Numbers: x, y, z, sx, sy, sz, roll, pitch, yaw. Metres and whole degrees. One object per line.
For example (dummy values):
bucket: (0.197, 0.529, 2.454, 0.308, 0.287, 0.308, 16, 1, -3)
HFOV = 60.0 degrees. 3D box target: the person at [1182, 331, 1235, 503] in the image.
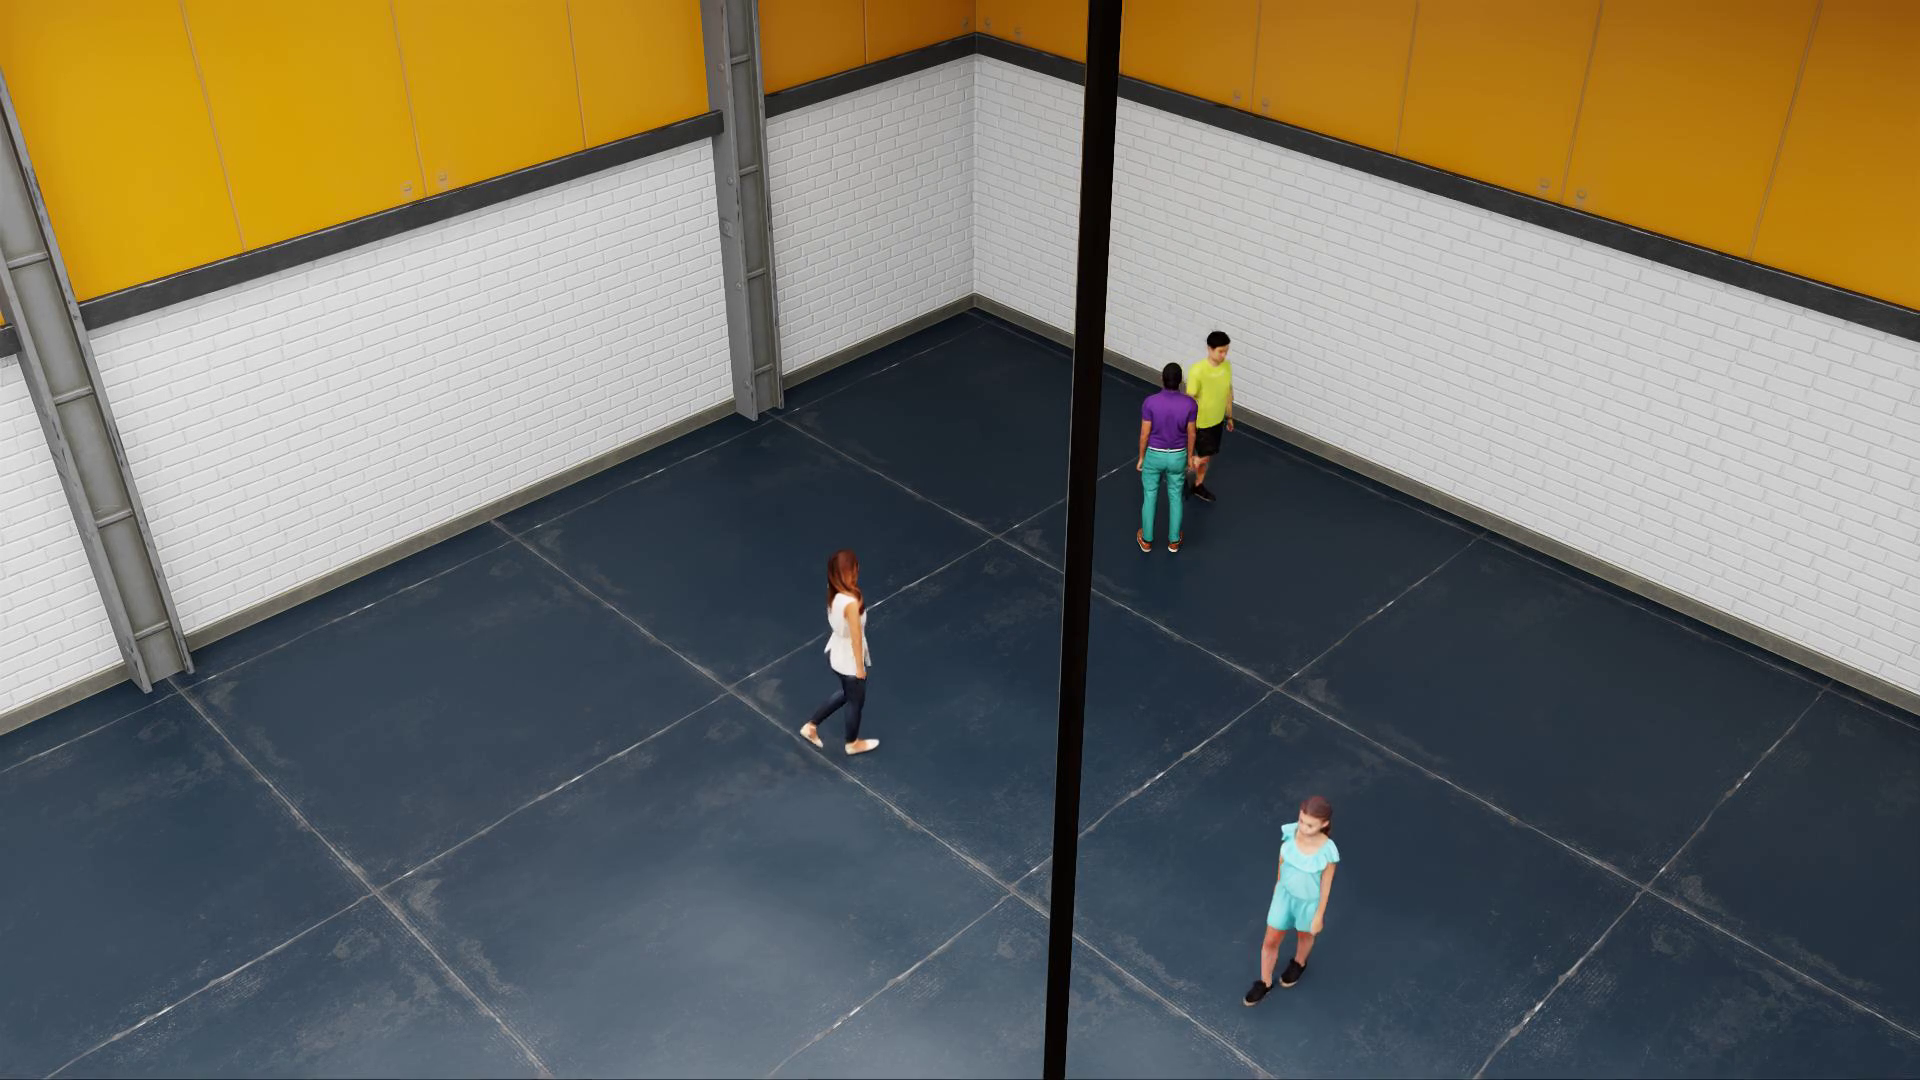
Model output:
person: (2.125, -1.120, 14.711, 0.645, 1.695, 0.709, -23, 40, -30)

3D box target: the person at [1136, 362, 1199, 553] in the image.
person: (1.730, -0.697, 14.009, 0.715, 1.768, 0.772, 0, 34, 1)

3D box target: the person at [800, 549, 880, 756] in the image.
person: (-0.878, 0.849, 11.680, 0.900, 1.772, 0.755, -13, 36, -19)

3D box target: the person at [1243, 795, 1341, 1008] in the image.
person: (2.098, 2.098, 10.006, 0.583, 1.545, 0.798, 26, 41, 33)
